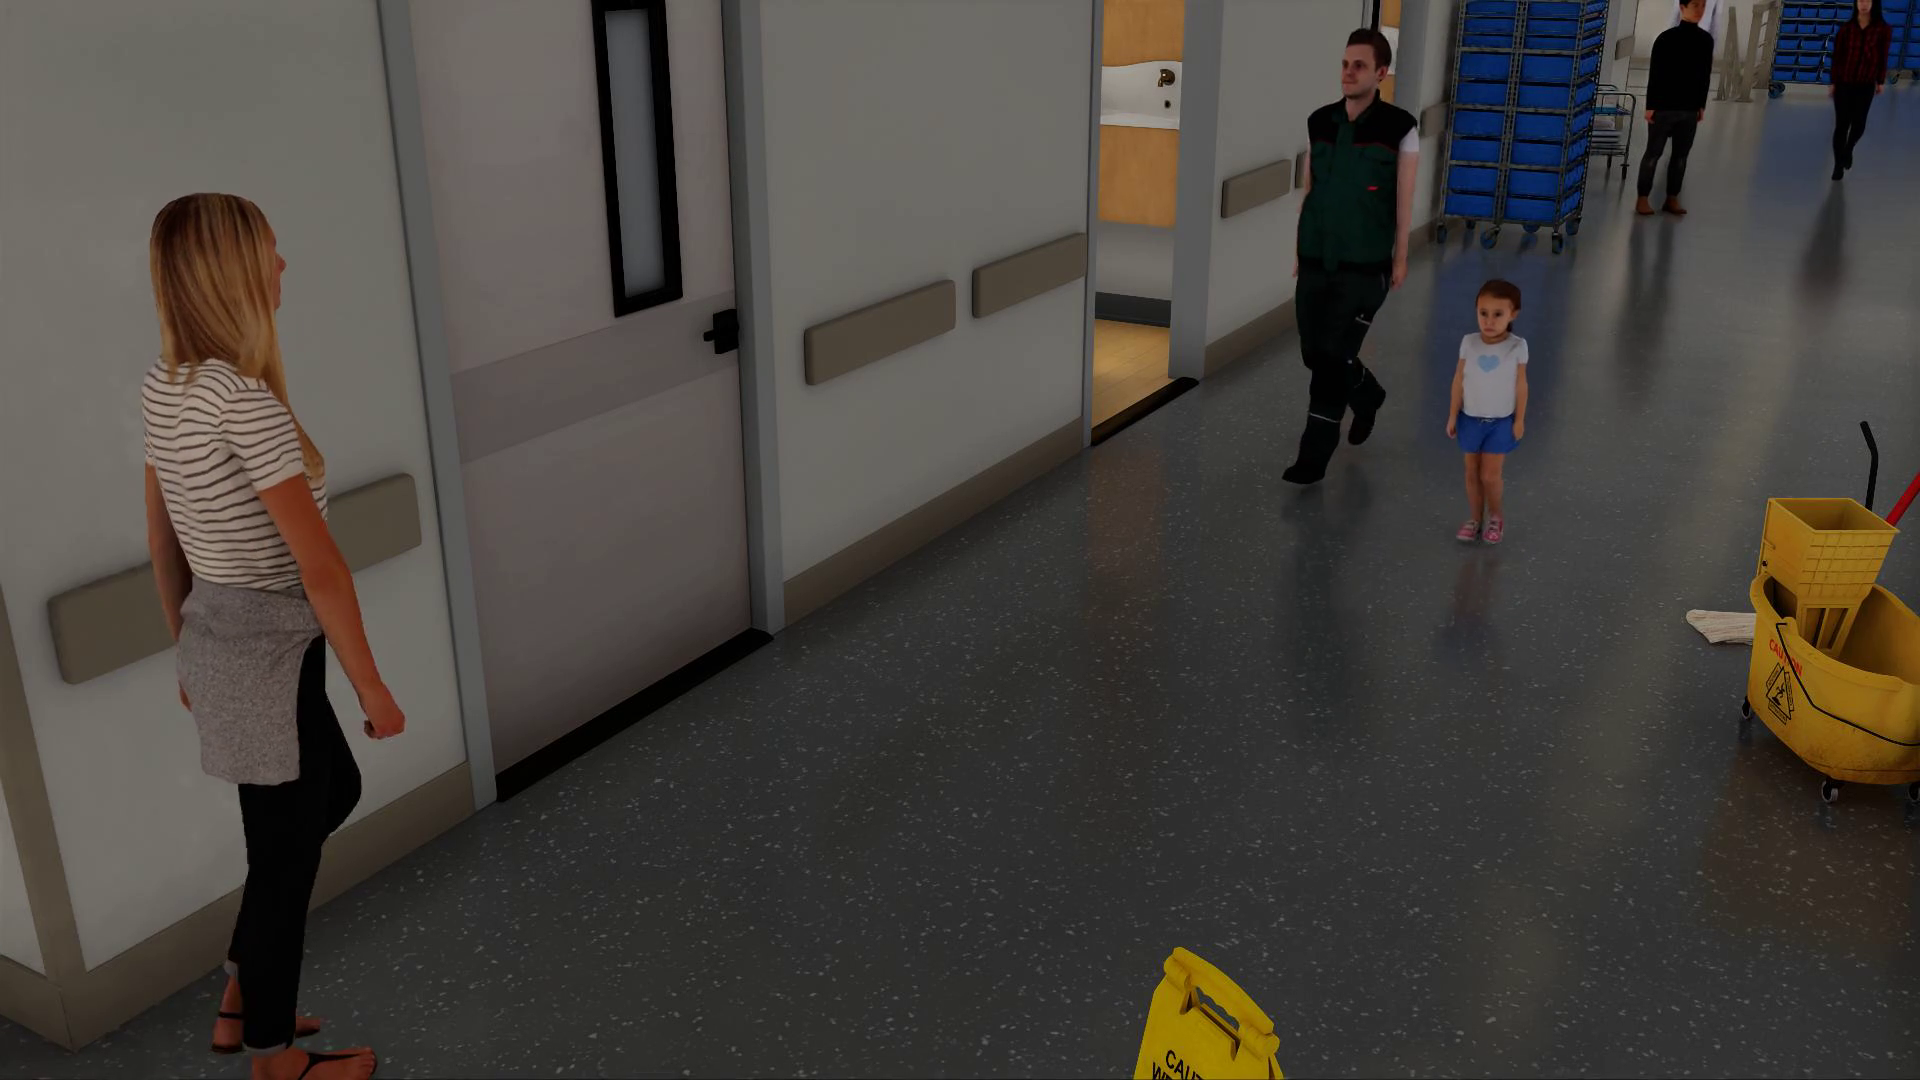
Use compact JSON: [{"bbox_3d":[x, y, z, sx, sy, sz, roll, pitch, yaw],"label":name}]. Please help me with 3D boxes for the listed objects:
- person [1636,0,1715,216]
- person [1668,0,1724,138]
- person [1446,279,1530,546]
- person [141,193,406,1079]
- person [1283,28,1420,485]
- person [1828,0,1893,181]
[{"bbox_3d":[5.605,-3.431,13.036,0.722,1.722,0.729,-1,21,-3],"label":"person"},{"bbox_3d":[7.443,-4.973,16.961,0.758,1.825,0.827,6,21,14],"label":"person"},{"bbox_3d":[2.005,-0.489,6.267,0.435,1.014,0.448,15,25,34],"label":"person"},{"bbox_3d":[-1.375,0.302,3.050,0.667,1.813,0.691,19,28,40],"label":"person"},{"bbox_3d":[1.635,-1.163,6.906,0.806,1.818,1.156,18,27,39],"label":"person"},{"bbox_3d":[7.933,-4.039,14.748,0.604,1.645,0.656,10,23,25],"label":"person"}]
